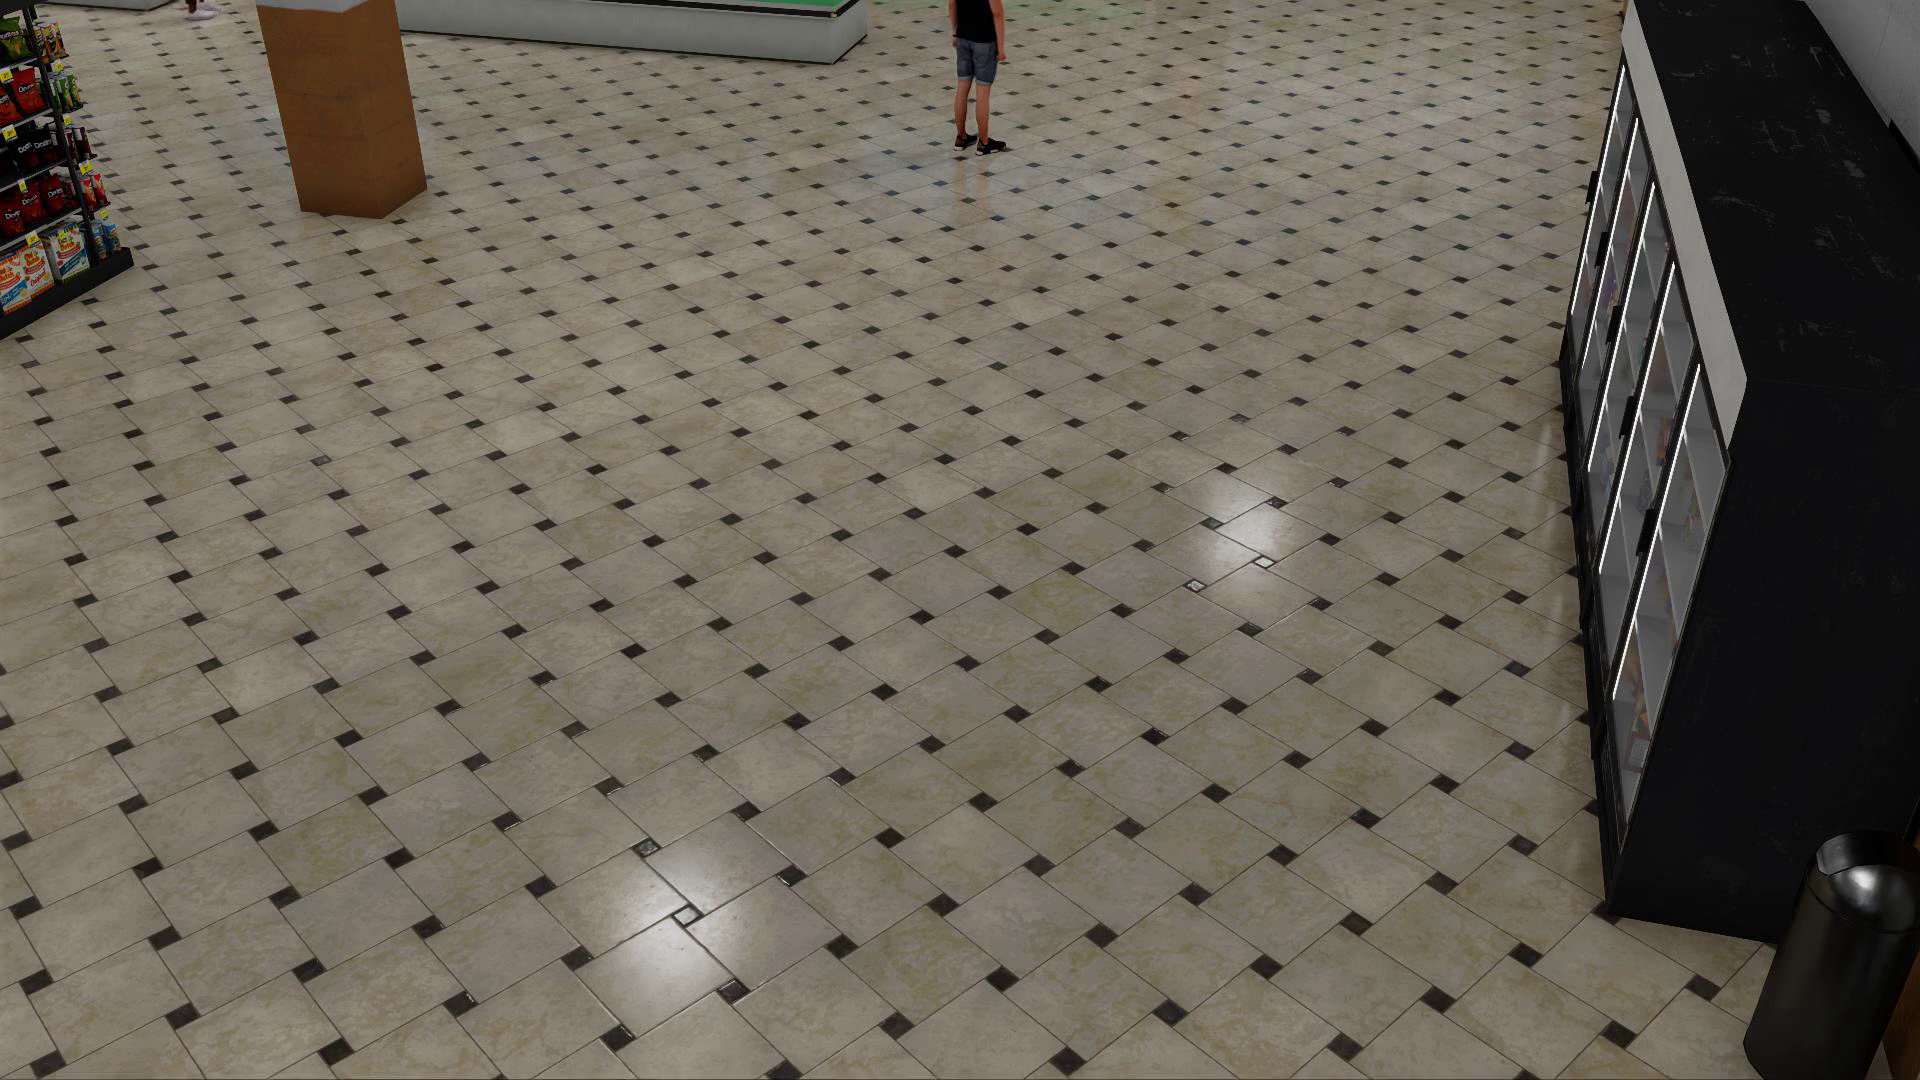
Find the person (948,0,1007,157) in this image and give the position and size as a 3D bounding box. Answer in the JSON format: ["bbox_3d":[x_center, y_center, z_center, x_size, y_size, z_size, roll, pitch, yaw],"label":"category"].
[{"bbox_3d":[0.123,-4.092,13.588,0.629,1.847,0.798,21,38,30],"label":"person"}]
